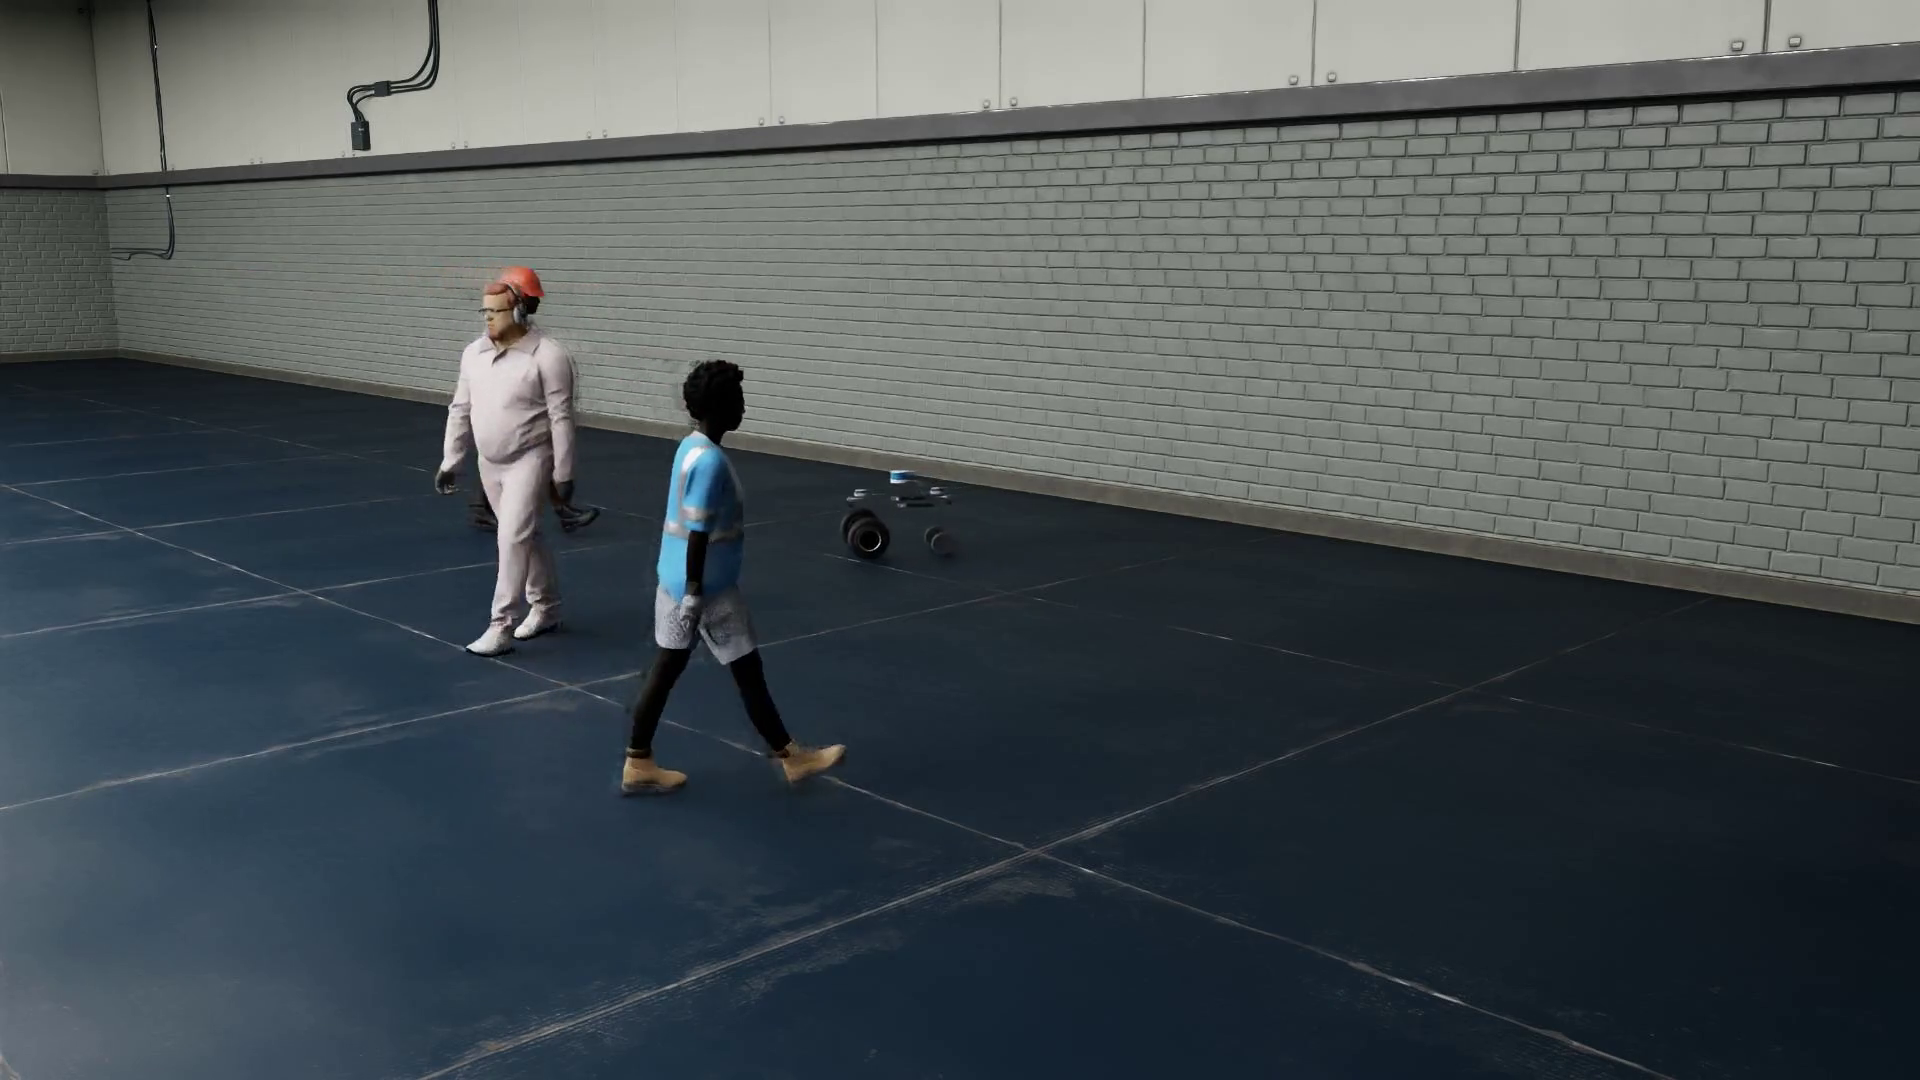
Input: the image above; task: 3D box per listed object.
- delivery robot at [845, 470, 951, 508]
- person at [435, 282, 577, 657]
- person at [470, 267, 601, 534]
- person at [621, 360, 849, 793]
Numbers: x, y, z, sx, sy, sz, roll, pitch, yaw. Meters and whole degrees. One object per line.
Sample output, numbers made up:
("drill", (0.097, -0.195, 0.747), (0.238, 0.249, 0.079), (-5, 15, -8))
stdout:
("delivery robot", (-0.416, -0.351, 11.147), (0.699, 0.223, 0.335), (-2, 11, -11))
("person", (-2.344, -0.358, 8.456), (0.661, 1.871, 0.923), (6, 12, 29))
("person", (-3.069, -0.972, 11.755), (1.038, 1.872, 0.551), (1, 10, 5))
("person", (-0.895, 0.150, 6.270), (0.879, 1.643, 0.540), (-3, 11, -17))
